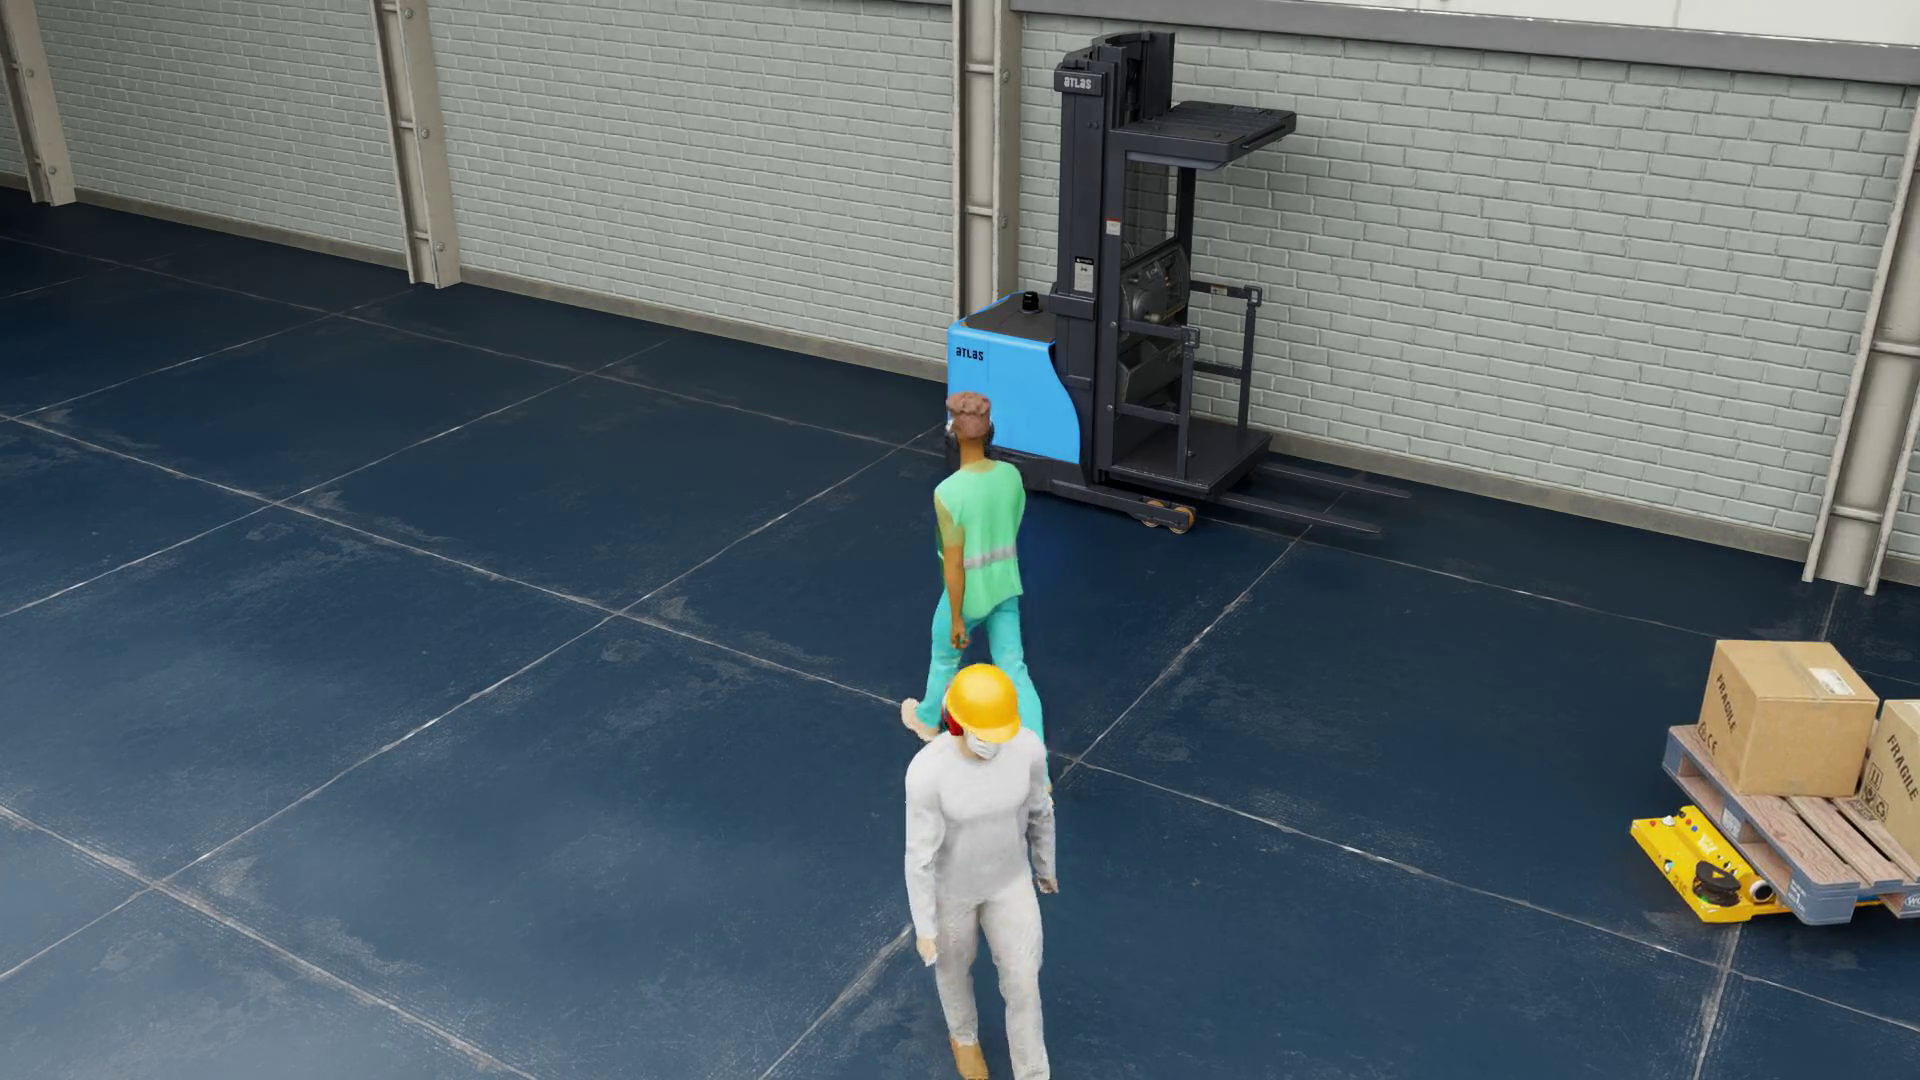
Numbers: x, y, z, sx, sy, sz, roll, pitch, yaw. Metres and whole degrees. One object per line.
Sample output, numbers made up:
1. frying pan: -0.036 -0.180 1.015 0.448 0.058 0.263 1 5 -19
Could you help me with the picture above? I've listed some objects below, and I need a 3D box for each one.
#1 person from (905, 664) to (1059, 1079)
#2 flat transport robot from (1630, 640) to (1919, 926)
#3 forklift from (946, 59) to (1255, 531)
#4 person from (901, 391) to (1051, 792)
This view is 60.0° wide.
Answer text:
1. person: 0.116 1.258 5.753 0.603 1.850 0.842 -6 26 -12
2. flat transport robot: 3.807 1.373 7.354 1.431 0.231 0.659 -3 25 -6
3. forklift: 0.933 -1.707 10.833 1.873 2.768 1.129 15 29 28
4. person: 0.103 0.231 7.852 0.509 1.919 1.034 -16 30 -31
